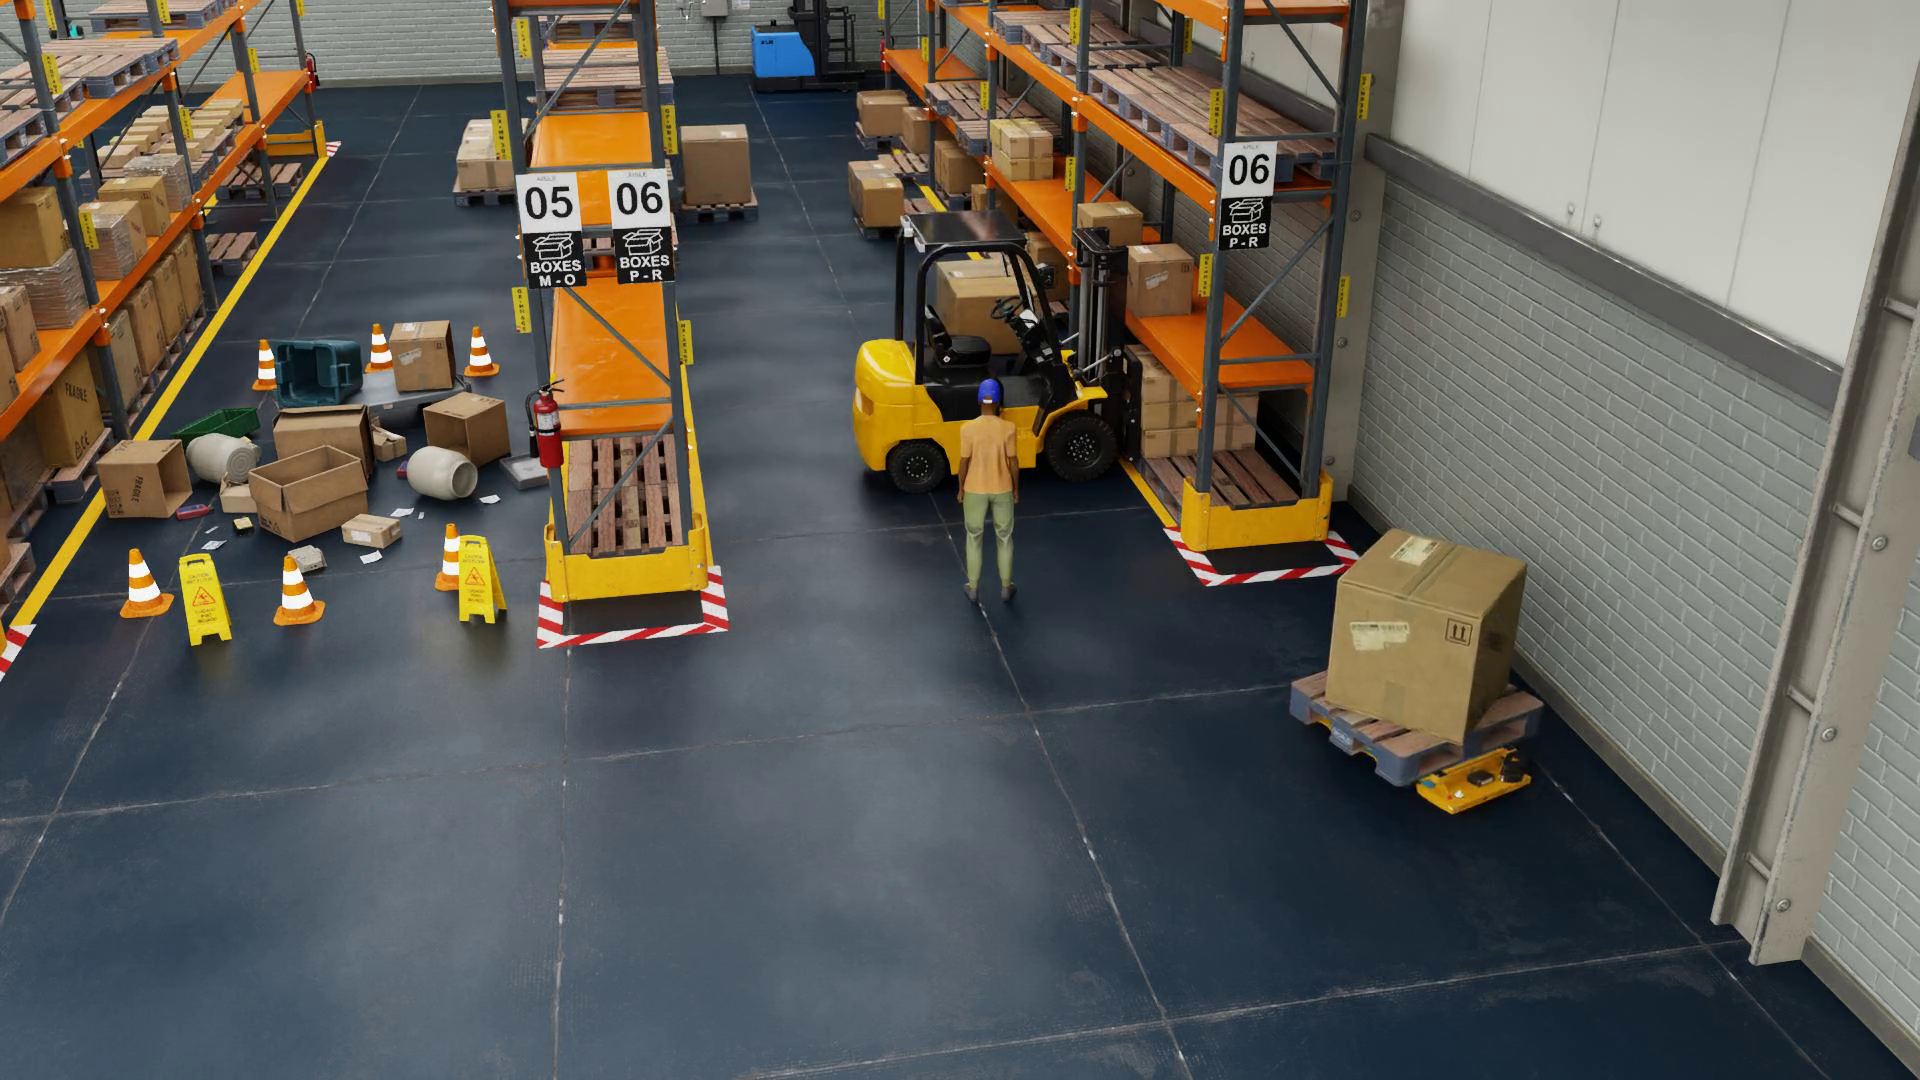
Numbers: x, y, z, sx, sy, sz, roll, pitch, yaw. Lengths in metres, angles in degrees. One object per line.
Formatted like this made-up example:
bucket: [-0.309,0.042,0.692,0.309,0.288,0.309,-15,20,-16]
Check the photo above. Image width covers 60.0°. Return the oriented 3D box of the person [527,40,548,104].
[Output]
person: [-7.198,-8.587,29.313,0.951,1.752,0.587,-5,26,-11]

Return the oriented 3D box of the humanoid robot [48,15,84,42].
humanoid robot: [-14.656,-7.804,27.750,0.559,1.772,1.012,-22,33,-38]

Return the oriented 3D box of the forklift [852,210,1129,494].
forklift: [0.216,-1.659,14.366,2.313,2.155,1.214,-5,26,-10]

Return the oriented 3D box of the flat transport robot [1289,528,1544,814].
flat transport robot: [2.853,1.235,10.557,0.659,0.231,1.431,-14,29,-27]

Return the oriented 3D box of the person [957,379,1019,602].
person: [0.206,-0.370,12.225,0.458,1.717,0.368,0,26,-1]

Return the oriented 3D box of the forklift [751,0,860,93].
forklift: [-2.872,-9.679,30.288,1.873,2.768,1.129,-5,26,-10]
